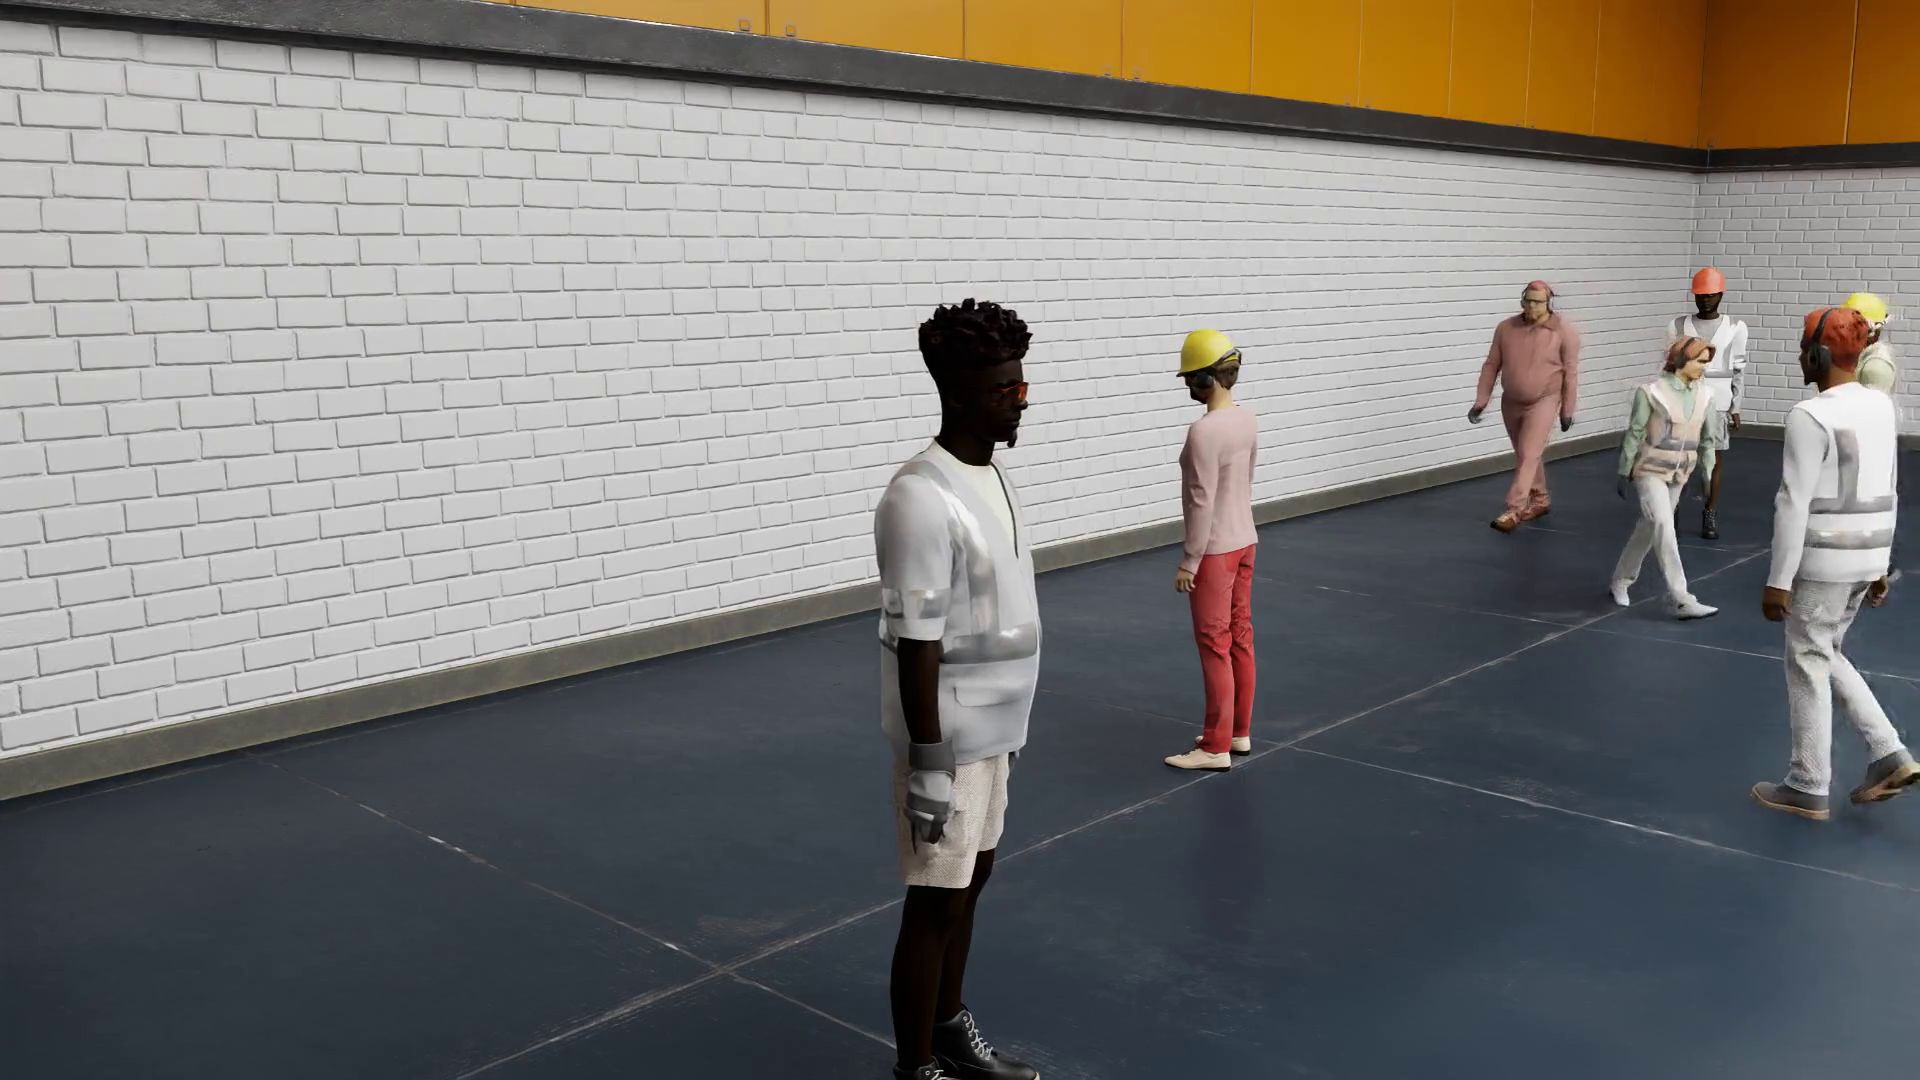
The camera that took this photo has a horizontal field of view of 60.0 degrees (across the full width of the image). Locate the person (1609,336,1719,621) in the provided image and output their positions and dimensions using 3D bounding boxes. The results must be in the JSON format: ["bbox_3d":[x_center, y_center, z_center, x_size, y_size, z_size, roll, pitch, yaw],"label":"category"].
[{"bbox_3d":[3.982,-0.355,9.387,0.525,1.585,0.849,-3,10,-17],"label":"person"}]

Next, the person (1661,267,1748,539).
[{"bbox_3d":[5.298,-0.970,11.898,0.552,1.936,0.360,5,11,24],"label":"person"}]

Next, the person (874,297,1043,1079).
[{"bbox_3d":[0.007,0.429,3.851,0.361,1.963,0.613,3,10,16],"label":"person"}]

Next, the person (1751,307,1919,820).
[{"bbox_3d":[3.158,0.106,5.966,0.589,1.866,0.465,-7,12,-33],"label":"person"}]

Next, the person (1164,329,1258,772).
[{"bbox_3d":[1.004,0.045,6.636,0.333,1.759,0.523,6,12,32],"label":"person"}]

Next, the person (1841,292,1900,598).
[{"bbox_3d":[5.236,-0.546,9.804,0.516,1.822,0.616,4,11,19],"label":"person"}]

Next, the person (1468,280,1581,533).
[{"bbox_3d":[4.207,-0.995,12.334,1.060,1.844,0.666,-9,14,-43],"label":"person"}]
